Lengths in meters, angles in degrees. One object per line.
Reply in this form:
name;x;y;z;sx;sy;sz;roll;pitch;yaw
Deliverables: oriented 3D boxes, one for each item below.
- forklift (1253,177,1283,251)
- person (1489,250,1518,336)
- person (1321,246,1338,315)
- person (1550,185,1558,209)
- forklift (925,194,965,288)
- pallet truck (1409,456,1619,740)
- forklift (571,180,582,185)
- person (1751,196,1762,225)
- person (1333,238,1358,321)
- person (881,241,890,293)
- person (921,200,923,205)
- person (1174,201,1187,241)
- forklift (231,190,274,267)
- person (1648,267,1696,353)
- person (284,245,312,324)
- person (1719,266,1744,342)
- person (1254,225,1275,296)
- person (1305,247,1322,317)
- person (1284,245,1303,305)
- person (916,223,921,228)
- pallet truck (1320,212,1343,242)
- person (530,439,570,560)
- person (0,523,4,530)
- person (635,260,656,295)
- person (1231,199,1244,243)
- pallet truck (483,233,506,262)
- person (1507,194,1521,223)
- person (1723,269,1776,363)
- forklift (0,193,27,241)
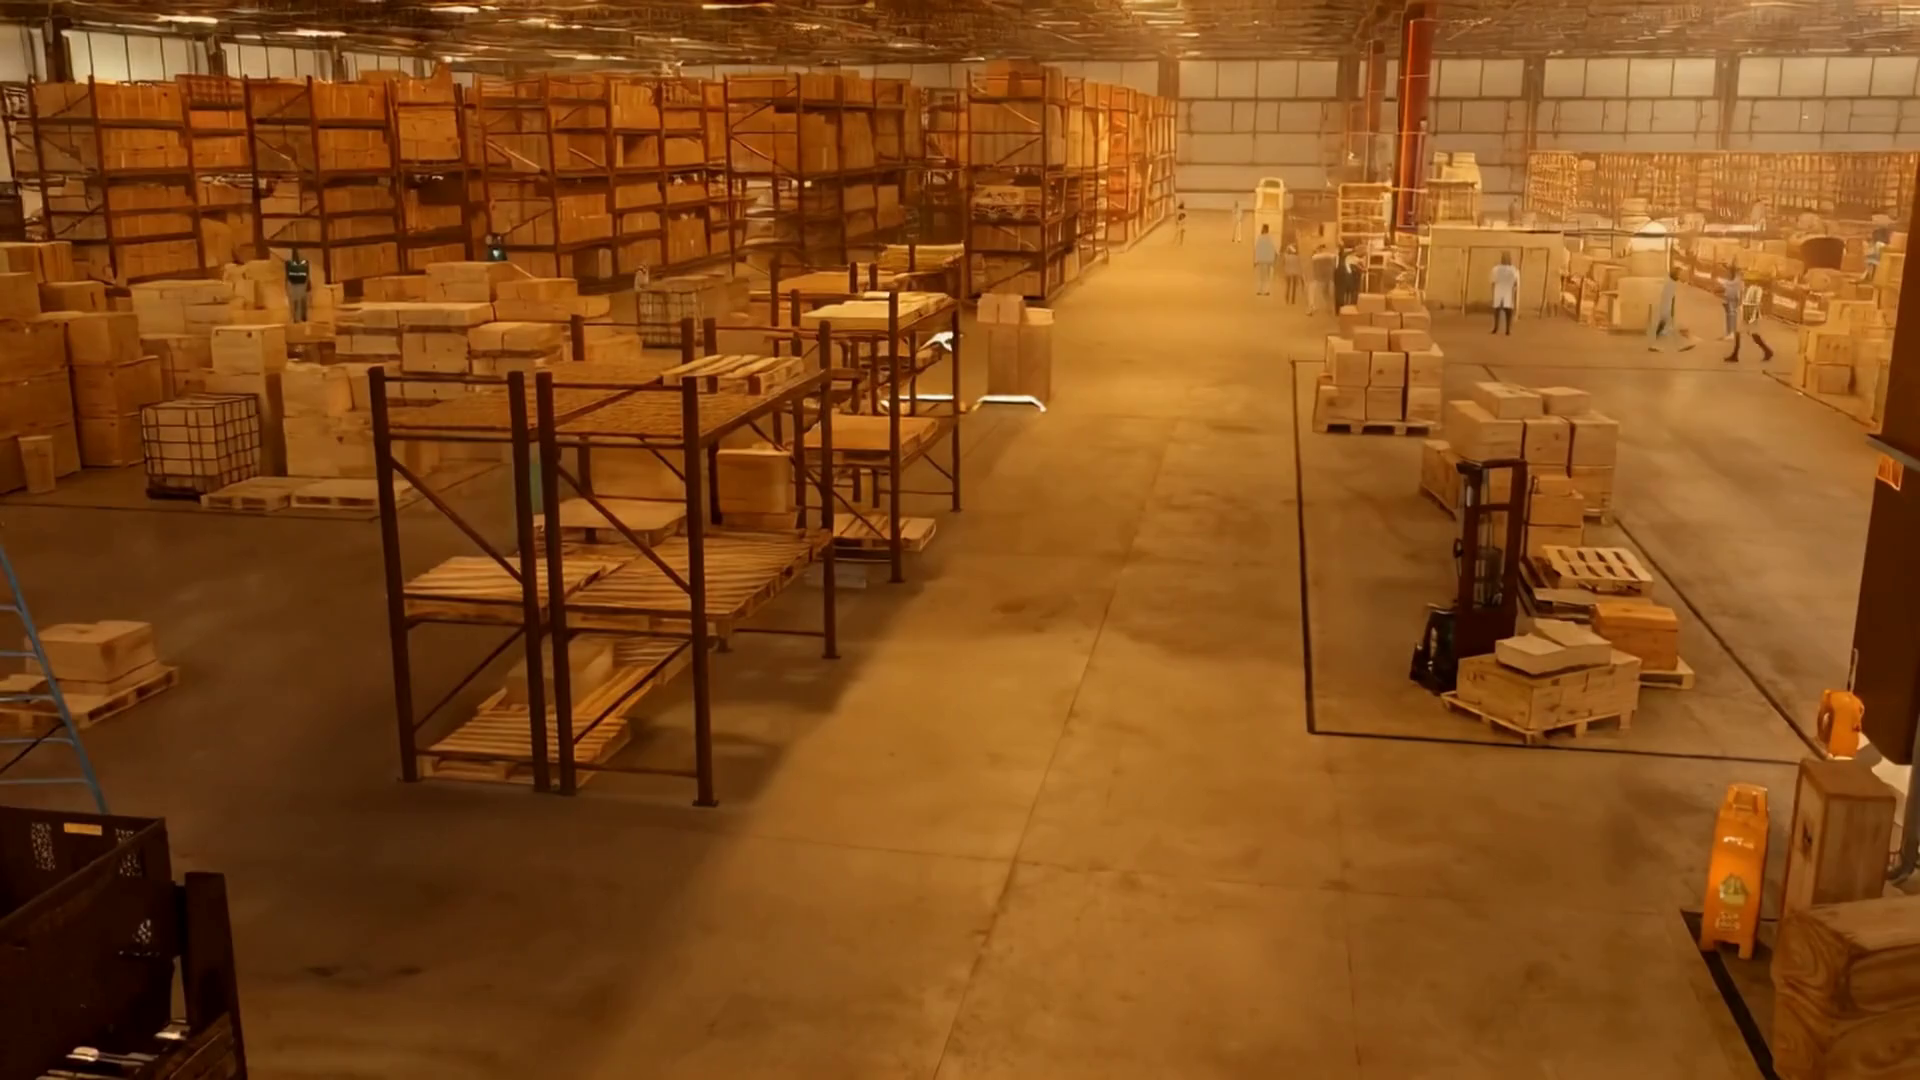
forklift;12.083;-12.747;64.956;1.129;2.768;1.873;3;14;10
person;12.386;-5.626;37.958;0.598;1.958;0.385;9;17;33
person;9.483;-6.609;42.379;0.527;1.750;0.520;-8;16;-29
person;31.439;-17.920;88.095;0.373;1.840;0.570;-2;14;-9
forklift;-0.521;-8.649;48.317;1.129;2.768;1.873;3;14;10
pallet truck;4.504;0.400;13.395;0.823;1.965;1.885;-6;15;-23
forklift;-14.825;-12.545;64.136;1.873;2.768;1.129;2;14;9
person;34.726;-14.074;72.594;0.578;1.795;0.706;10;17;35
person;9.534;-6.395;40.897;0.537;2.000;0.682;-11;18;-38
person;-1.992;-6.670;42.376;0.696;1.866;0.590;2;14;7
person;-1.535;-14.798;75.492;0.624;1.816;0.425;-8;16;-29
person;9.352;-13.550;70.693;0.537;1.681;0.498;0;14;0
forklift;-21.337;-9.325;51.062;1.873;2.768;1.129;3;14;10
person;15.008;-4.823;34.980;0.994;1.810;0.531;0;14;-1
person;-16.043;-6.185;40.322;0.592;1.911;0.385;-13;19;-42
person;17.169;-5.245;36.955;0.319;1.693;0.537;-1;14;-5
person;8.660;-7.952;47.305;0.612;1.997;0.376;-3;14;-11
person;8.915;-6.499;41.904;0.359;1.748;0.552;6;15;23
person;9.035;-7.225;45.196;0.514;1.604;0.796;1;14;2
person;-1.933;-16.157;80.628;0.393;1.990;0.617;11;18;38
pallet truck;15.874;-13.227;70.310;0.680;1.201;1.601;10;17;35
person;-4.045;-0.233;16.186;0.703;1.900;0.585;2;14;8
person;-11.490;-0.782;19.038;0.500;1.588;0.885;4;14;15
person;-7.509;-5.871;39.689;0.864;1.596;0.527;9;17;33
person;11.597;-13.369;69.672;0.404;1.826;0.591;-10;17;-36
pallet truck;-11.832;-7.026;43.548;1.885;1.965;0.823;8;16;28
person;24.170;-14.163;72.721;0.634;1.915;0.936;-3;14;-13
person;16.035;-4.514;33.578;0.910;1.909;0.560;11;18;38
forklift;-27.626;-8.675;48.424;1.129;2.768;1.873;3;14;10
